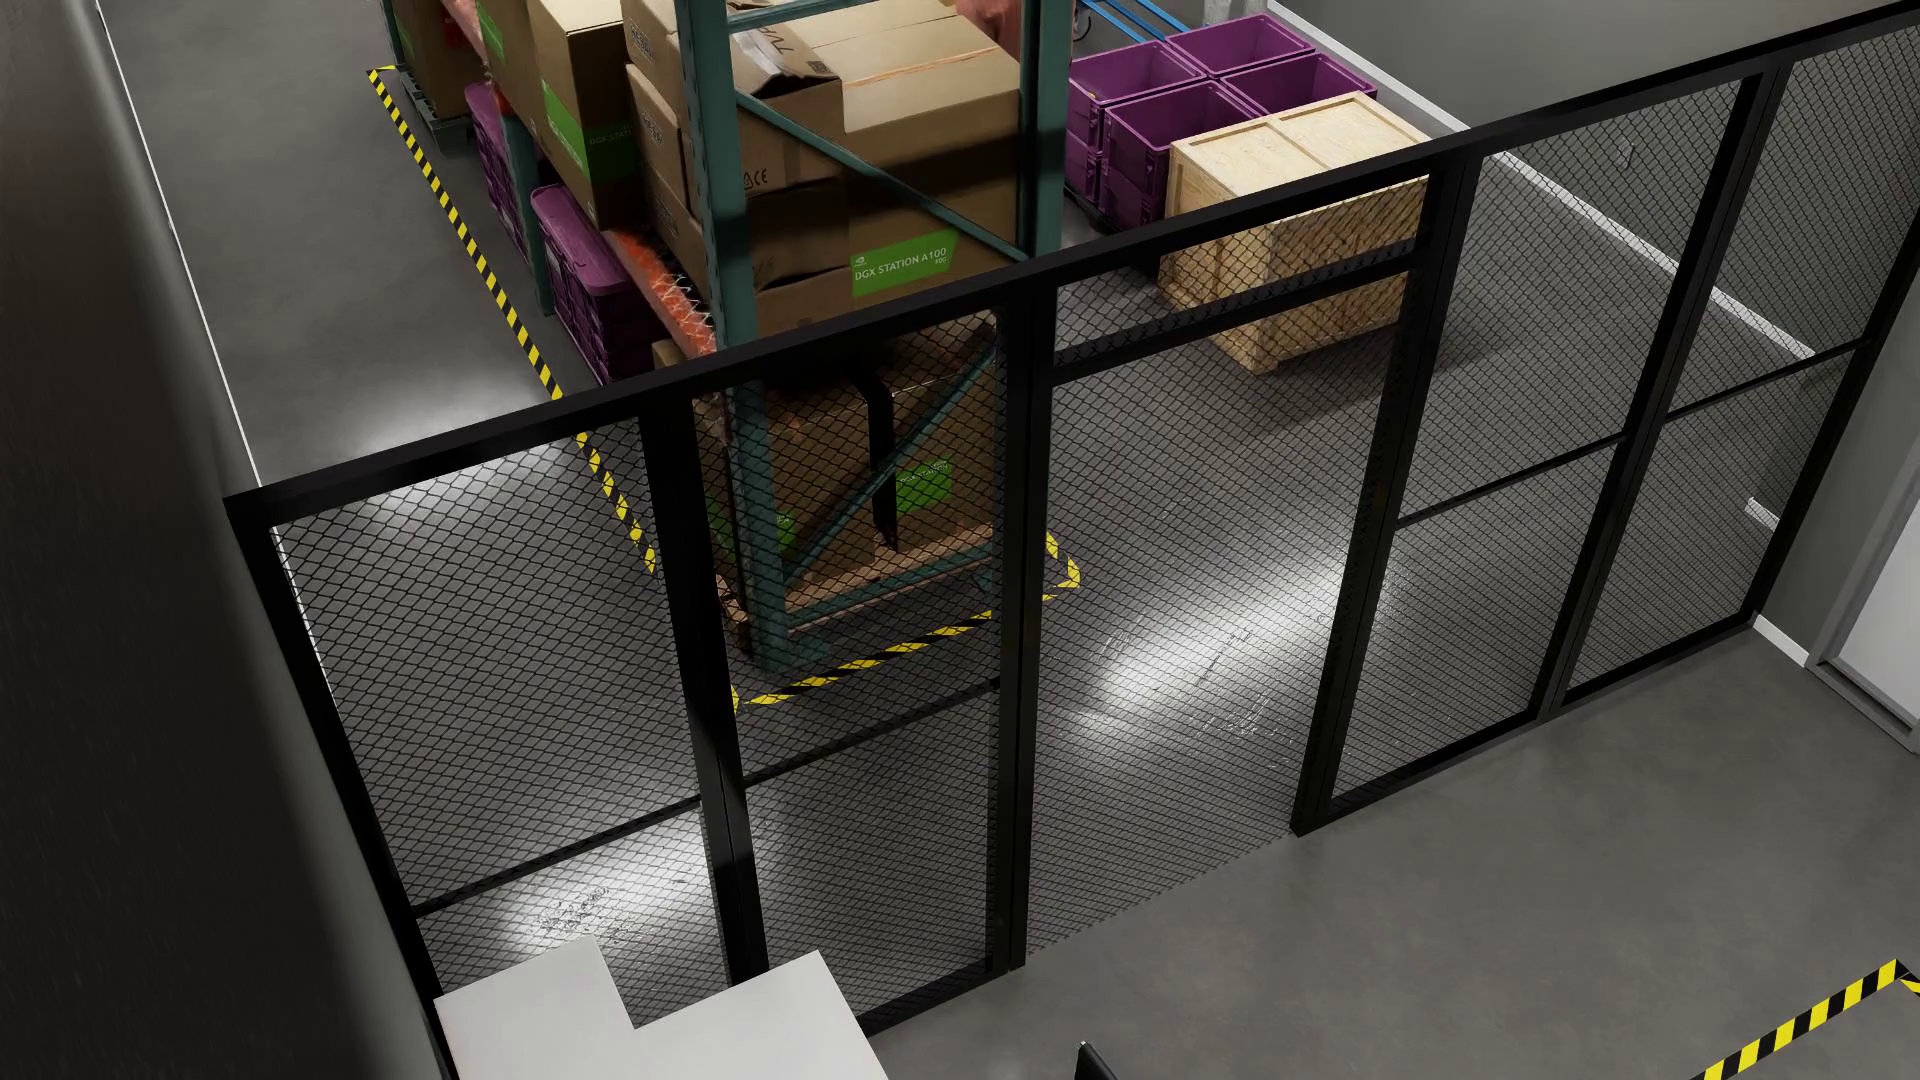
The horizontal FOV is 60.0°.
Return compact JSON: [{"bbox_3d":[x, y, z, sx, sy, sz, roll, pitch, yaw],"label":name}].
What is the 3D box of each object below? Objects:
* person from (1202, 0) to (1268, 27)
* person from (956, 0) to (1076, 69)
[{"bbox_3d":[1.436,-3.268,8.599,0.588,1.831,0.403,-17,45,-18],"label":"person"},{"bbox_3d":[0.208,-1.809,6.882,0.611,1.996,0.387,-30,50,-28],"label":"person"}]
